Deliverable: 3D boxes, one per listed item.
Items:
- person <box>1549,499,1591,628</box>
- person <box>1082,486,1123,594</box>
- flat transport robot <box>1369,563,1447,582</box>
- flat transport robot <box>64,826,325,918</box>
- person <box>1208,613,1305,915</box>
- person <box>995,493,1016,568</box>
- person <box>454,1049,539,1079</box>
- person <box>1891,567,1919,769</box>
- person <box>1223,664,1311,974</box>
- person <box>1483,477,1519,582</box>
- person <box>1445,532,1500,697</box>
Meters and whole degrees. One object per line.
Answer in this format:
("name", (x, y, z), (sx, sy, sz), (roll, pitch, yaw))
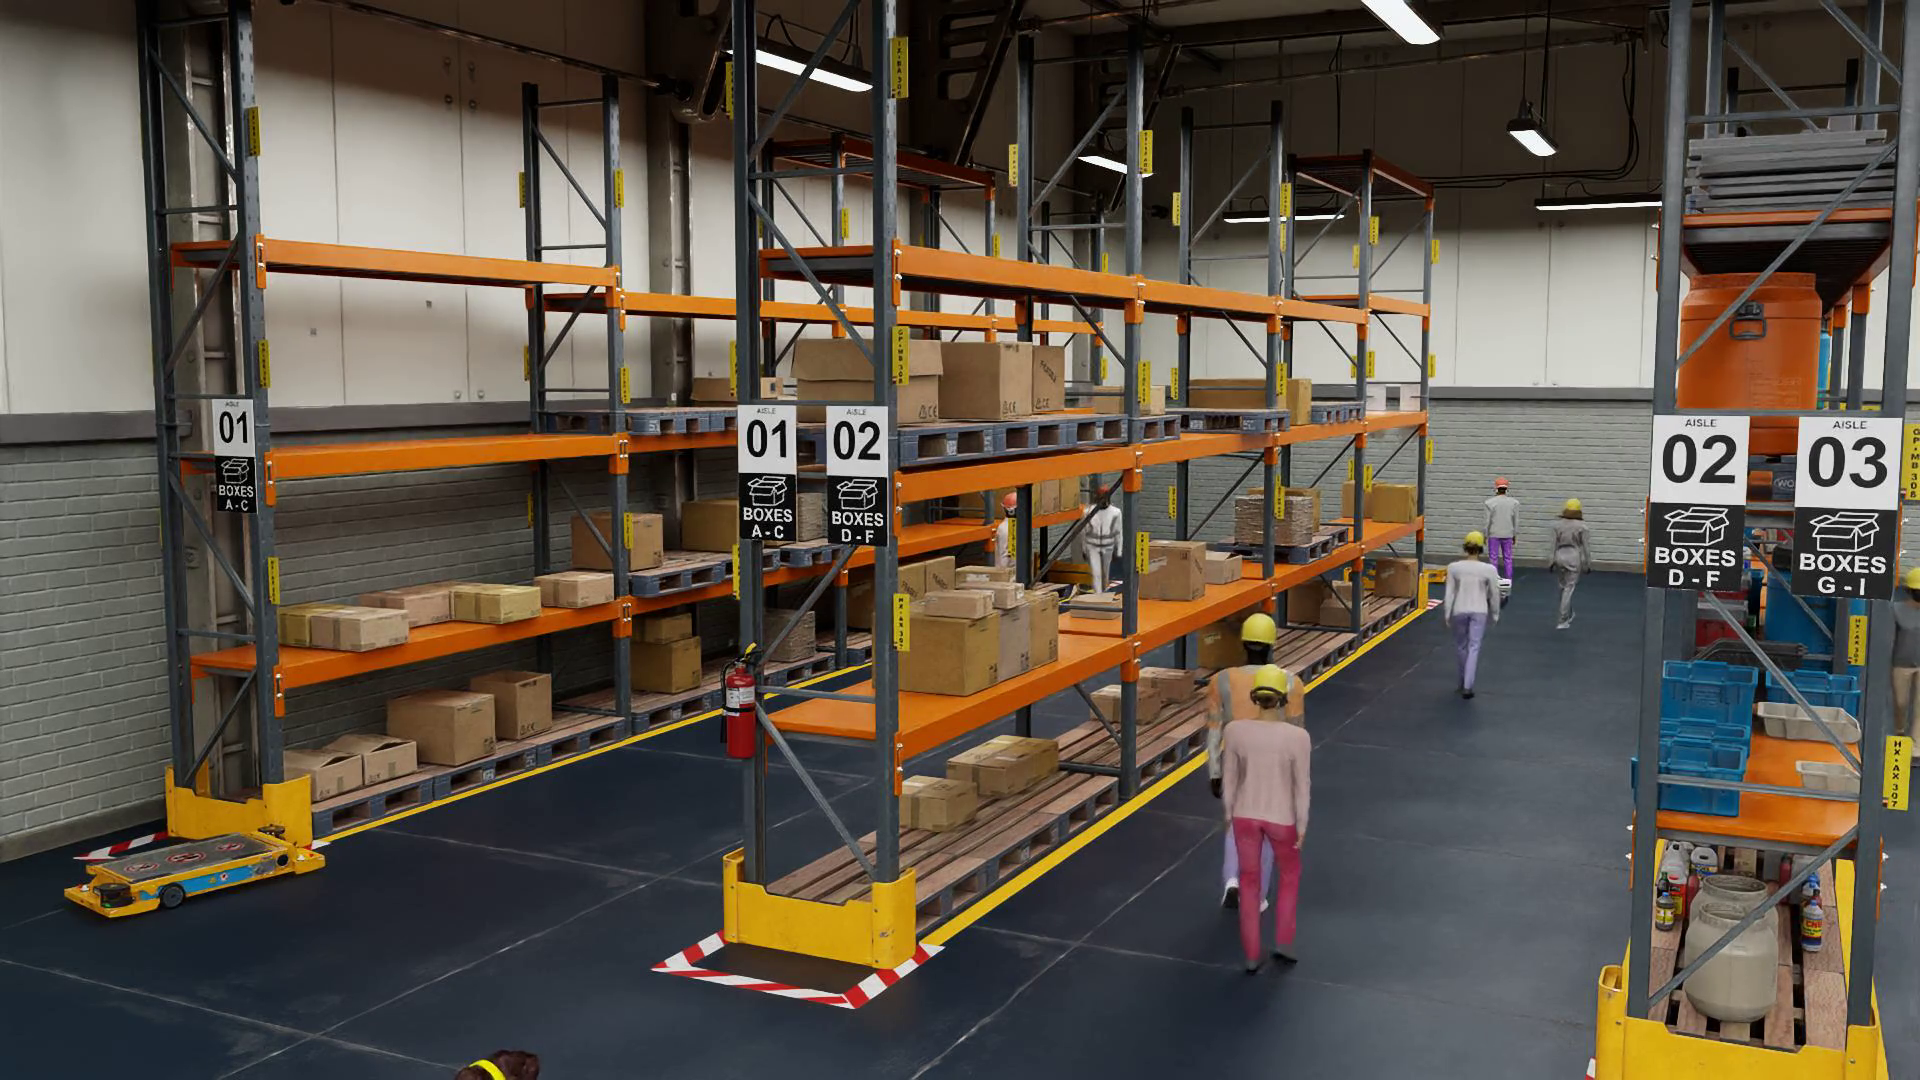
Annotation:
("person", (8.154, 0.305, 22.161), (0.503, 1.695, 0.884), (5, 8, 43))
("person", (2.004, 0.122, 23.442), (0.587, 1.827, 0.996), (0, 6, 2))
("flat transport robot", (7.449, 0.509, 27.051), (0.652, 0.197, 1.431), (-5, 8, -40))
("flat transport robot", (-5.020, 2.164, 10.960), (0.652, 0.197, 1.431), (5, 8, 39))
("person", (1.857, 1.409, 10.408), (0.595, 1.912, 0.438), (2, 6, 19))
("person", (0.606, 0.434, 19.554), (0.409, 1.986, 0.617), (2, 6, 14))
("person", (-1.048, 2.100, 3.870), (0.329, 1.877, 0.515), (-3, 7, -28))
("person", (8.340, 1.072, 14.550), (0.533, 1.734, 0.818), (3, 7, 28))
("person", (1.744, 1.583, 9.484), (0.525, 1.752, 0.455), (2, 6, 21))
("person", (8.388, -0.100, 25.839), (0.564, 1.751, 0.330), (0, 6, -3))
("person", (5.402, 0.773, 17.547), (0.542, 1.713, 0.922), (3, 7, 28))
